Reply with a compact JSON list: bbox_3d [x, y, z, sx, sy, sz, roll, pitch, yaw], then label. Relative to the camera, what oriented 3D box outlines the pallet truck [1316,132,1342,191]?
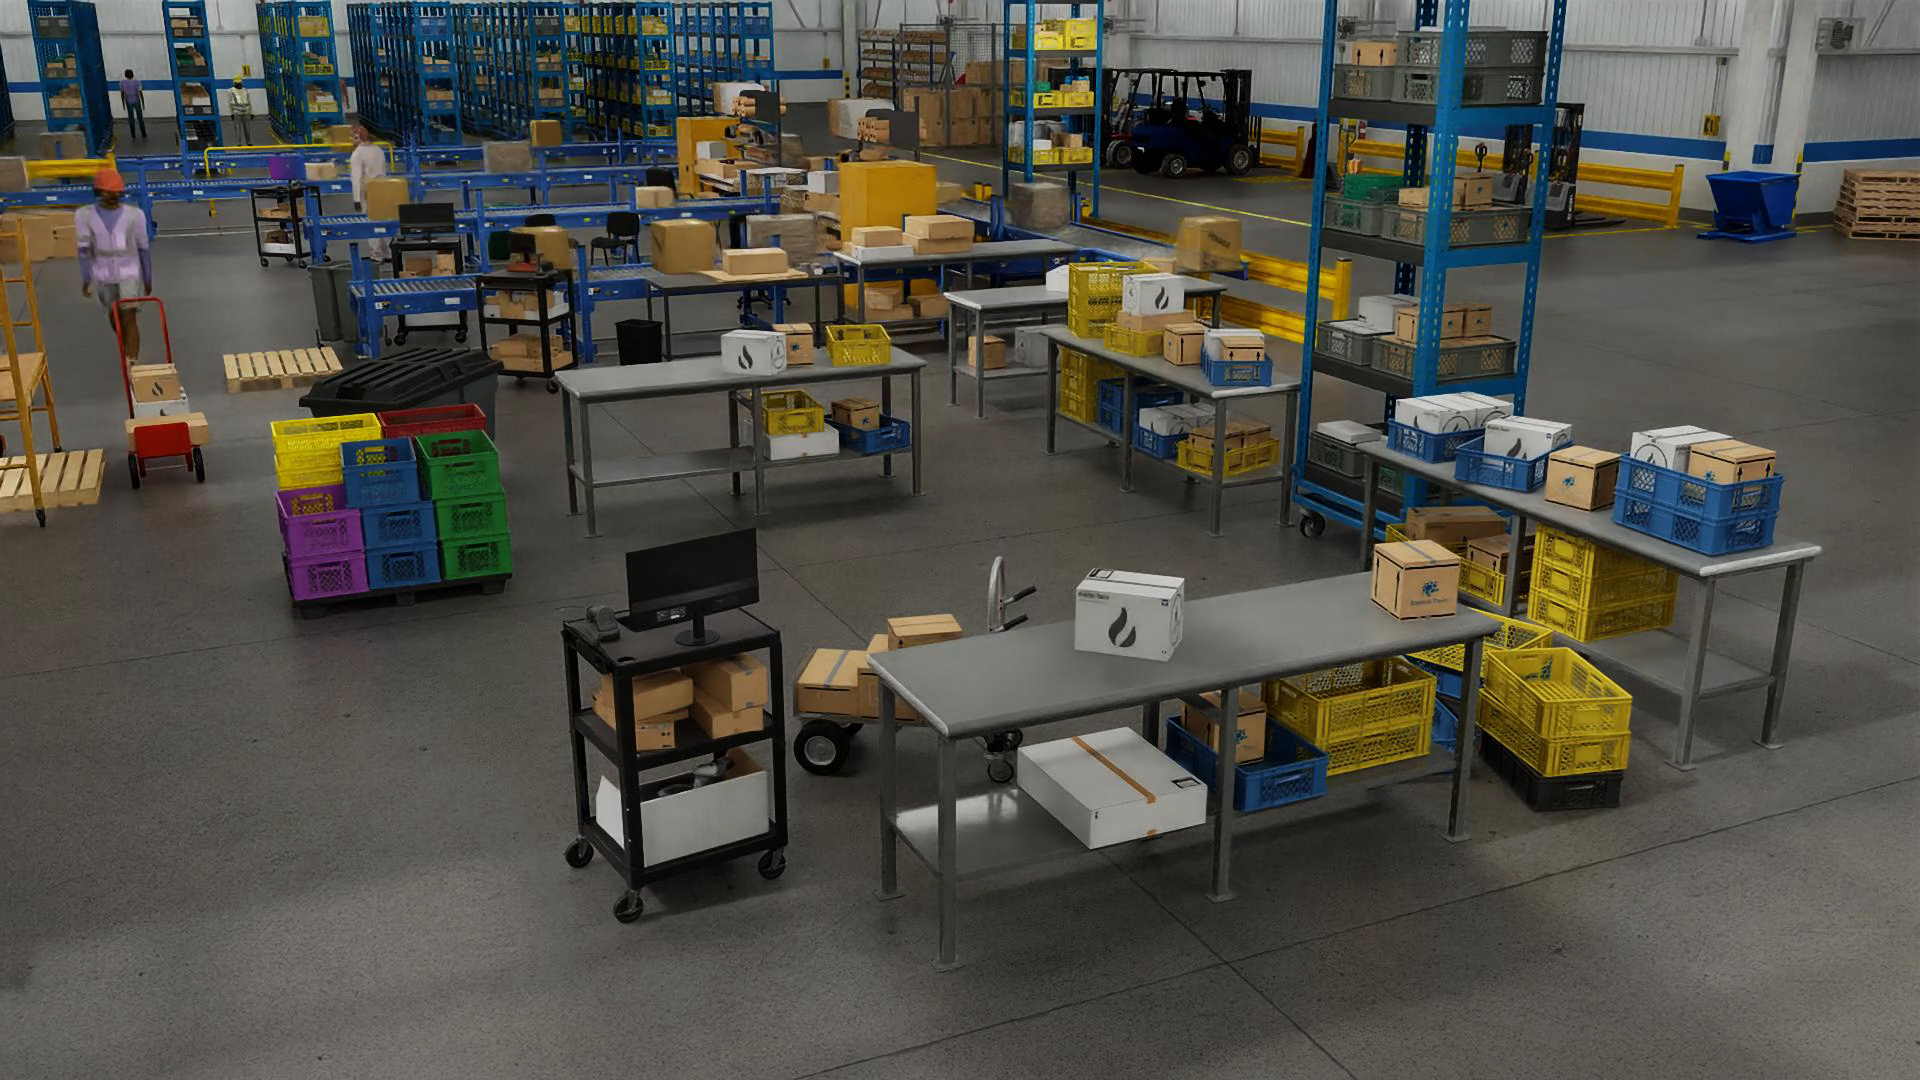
[{"bbox_3d":[7.723,-7.504,32.656,1.601,1.201,0.680,-8,19,-23],"label":"pallet truck"}]

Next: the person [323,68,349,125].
[{"bbox_3d":[-17.242,-12.120,46.016,0.615,1.963,0.909,-4,18,-12],"label":"person"}]

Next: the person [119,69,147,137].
[{"bbox_3d":[-23.040,-12.159,46.324,0.564,1.842,0.392,-7,19,-22],"label":"person"}]

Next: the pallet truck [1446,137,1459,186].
[{"bbox_3d":[9.184,-6.485,29.328,1.630,1.274,0.653,-8,19,-23],"label":"pallet truck"}]

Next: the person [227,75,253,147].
[{"bbox_3d":[-18.304,-10.896,42.359,0.403,1.833,0.586,16,24,41],"label":"person"}]

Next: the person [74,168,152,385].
[{"bbox_3d":[-7.973,-2.528,15.767,0.602,1.995,1.021,-6,19,-19],"label":"person"}]

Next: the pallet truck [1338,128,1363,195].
[{"bbox_3d":[7.845,-7.140,31.411,1.522,1.261,0.704,-9,20,-25],"label":"pallet truck"}]

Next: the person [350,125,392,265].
[{"bbox_3d":[-8.135,-4.735,22.863,0.398,1.898,0.661,5,18,16],"label":"person"}]

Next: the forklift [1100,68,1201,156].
[{"bbox_3d":[4.082,-9.564,37.410,2.680,1.987,1.157,-8,19,-23],"label":"forklift"}]

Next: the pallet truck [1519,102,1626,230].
[{"bbox_3d":[9.972,-6.037,26.785,1.885,1.965,0.823,-9,20,-25],"label":"pallet truck"}]

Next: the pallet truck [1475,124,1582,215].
[{"bbox_3d":[9.707,-6.455,28.103,1.885,1.965,0.823,-7,19,-20],"label":"pallet truck"}]

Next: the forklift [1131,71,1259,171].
[{"bbox_3d":[4.998,-8.936,35.413,2.680,1.987,1.157,-9,20,-25],"label":"forklift"}]
